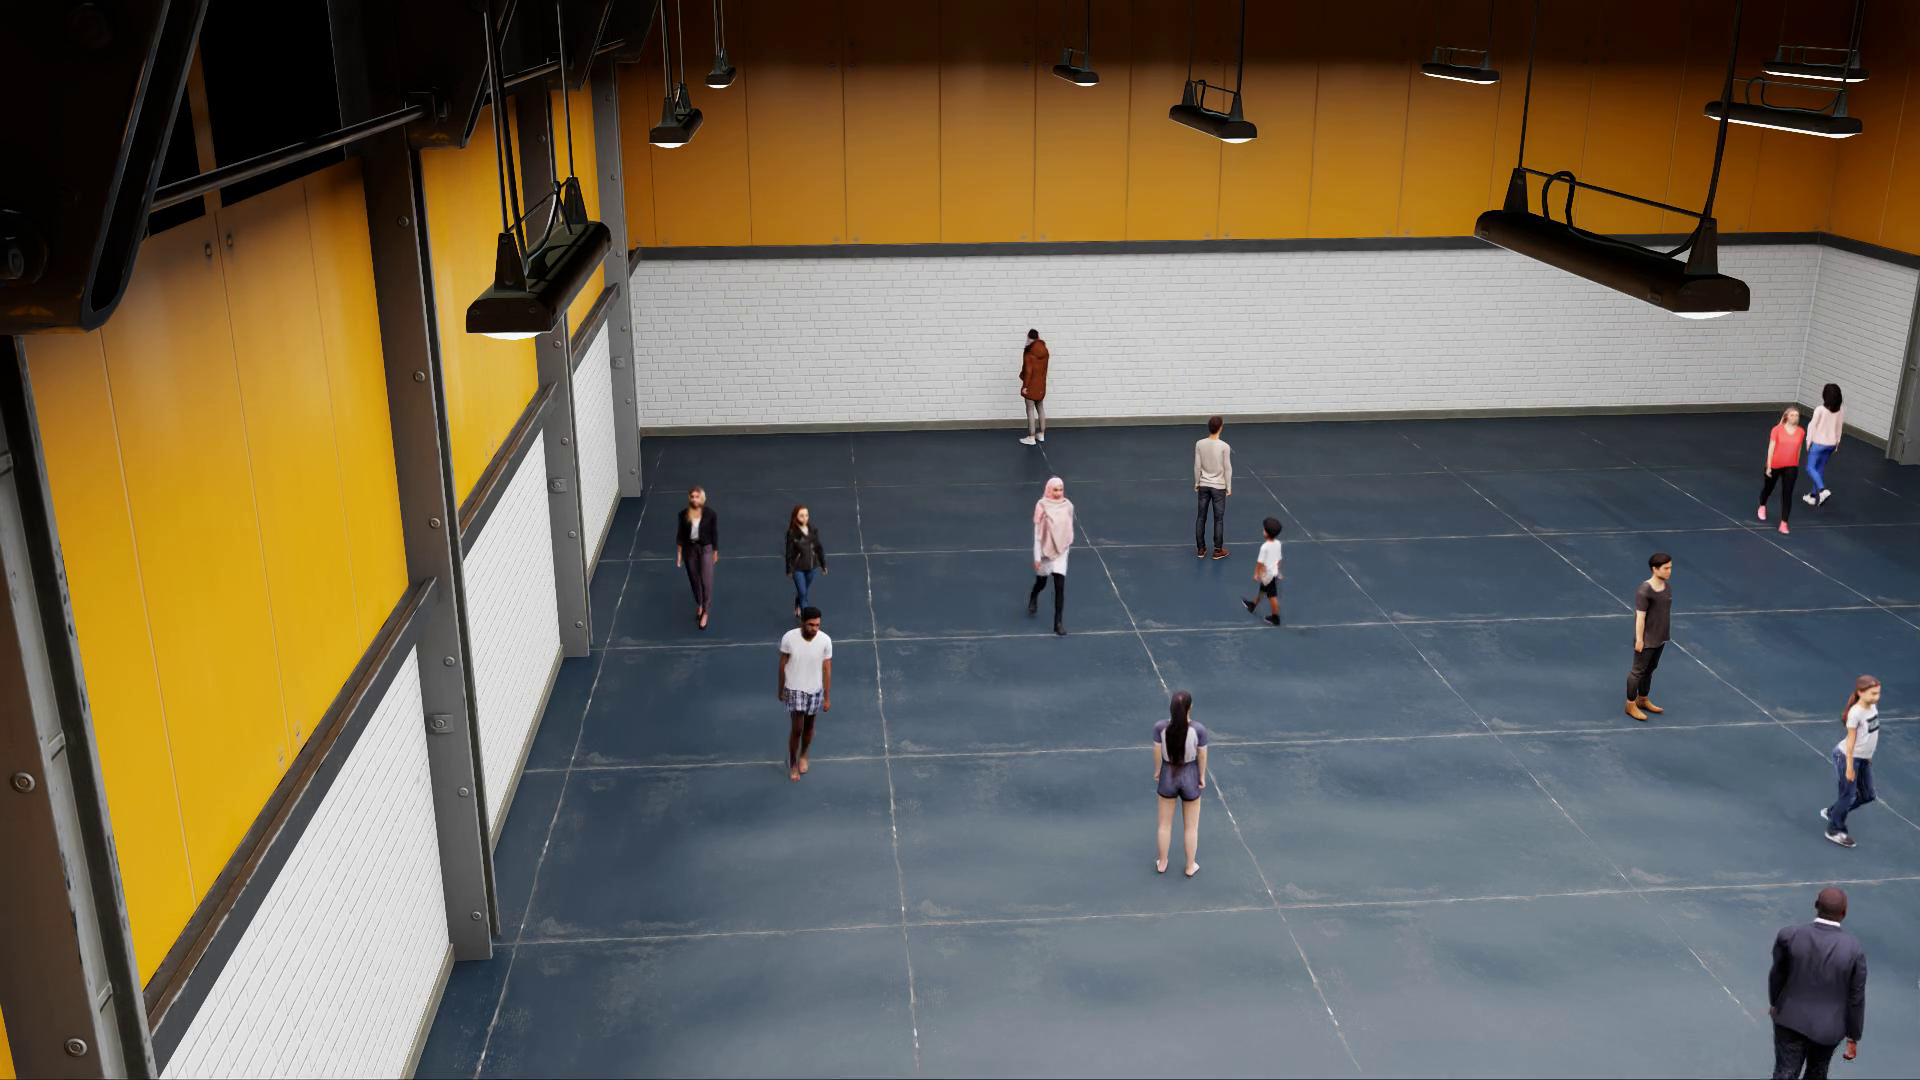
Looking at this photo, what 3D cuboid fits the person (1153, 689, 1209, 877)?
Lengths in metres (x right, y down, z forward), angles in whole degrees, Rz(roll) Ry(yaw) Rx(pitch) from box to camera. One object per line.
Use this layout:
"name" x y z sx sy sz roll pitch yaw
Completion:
"person" 1.804 1.982 13.640 0.659 1.649 0.638 5 19 13

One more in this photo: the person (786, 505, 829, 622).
"person" -1.817 0.290 18.990 0.864 1.441 1.034 -13 22 -33

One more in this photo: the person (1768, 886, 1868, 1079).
"person" 5.233 3.046 10.285 1.173 1.774 1.336 11 22 31

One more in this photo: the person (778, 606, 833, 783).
"person" -1.458 1.369 15.391 0.687 1.693 0.741 -1 19 -4

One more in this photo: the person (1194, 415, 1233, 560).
"person" 3.213 -0.678 21.197 0.743 1.867 0.763 10 21 27

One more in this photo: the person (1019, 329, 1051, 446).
"person" 1.194 -2.449 26.501 0.905 1.838 0.851 17 25 40

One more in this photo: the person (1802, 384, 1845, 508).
"person" 12.073 -1.289 23.187 0.647 1.755 0.923 -1 19 -3

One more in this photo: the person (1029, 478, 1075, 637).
"person" 0.996 0.153 18.870 0.759 1.777 1.159 -5 19 -14

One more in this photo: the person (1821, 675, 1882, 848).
"person" 7.569 1.849 14.201 0.678 1.544 0.738 -12 22 -33

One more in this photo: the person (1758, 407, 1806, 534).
"person" 11.030 -0.975 22.413 0.859 1.654 1.224 4 19 13

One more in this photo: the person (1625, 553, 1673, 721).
"person" 6.903 0.932 16.651 0.708 1.717 0.726 -14 23 -35

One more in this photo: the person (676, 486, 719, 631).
"person" -2.983 0.164 19.046 0.667 1.643 0.953 1 19 3

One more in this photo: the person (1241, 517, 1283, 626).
"person" 3.587 0.381 19.044 0.791 1.234 0.901 -16 25 -40
